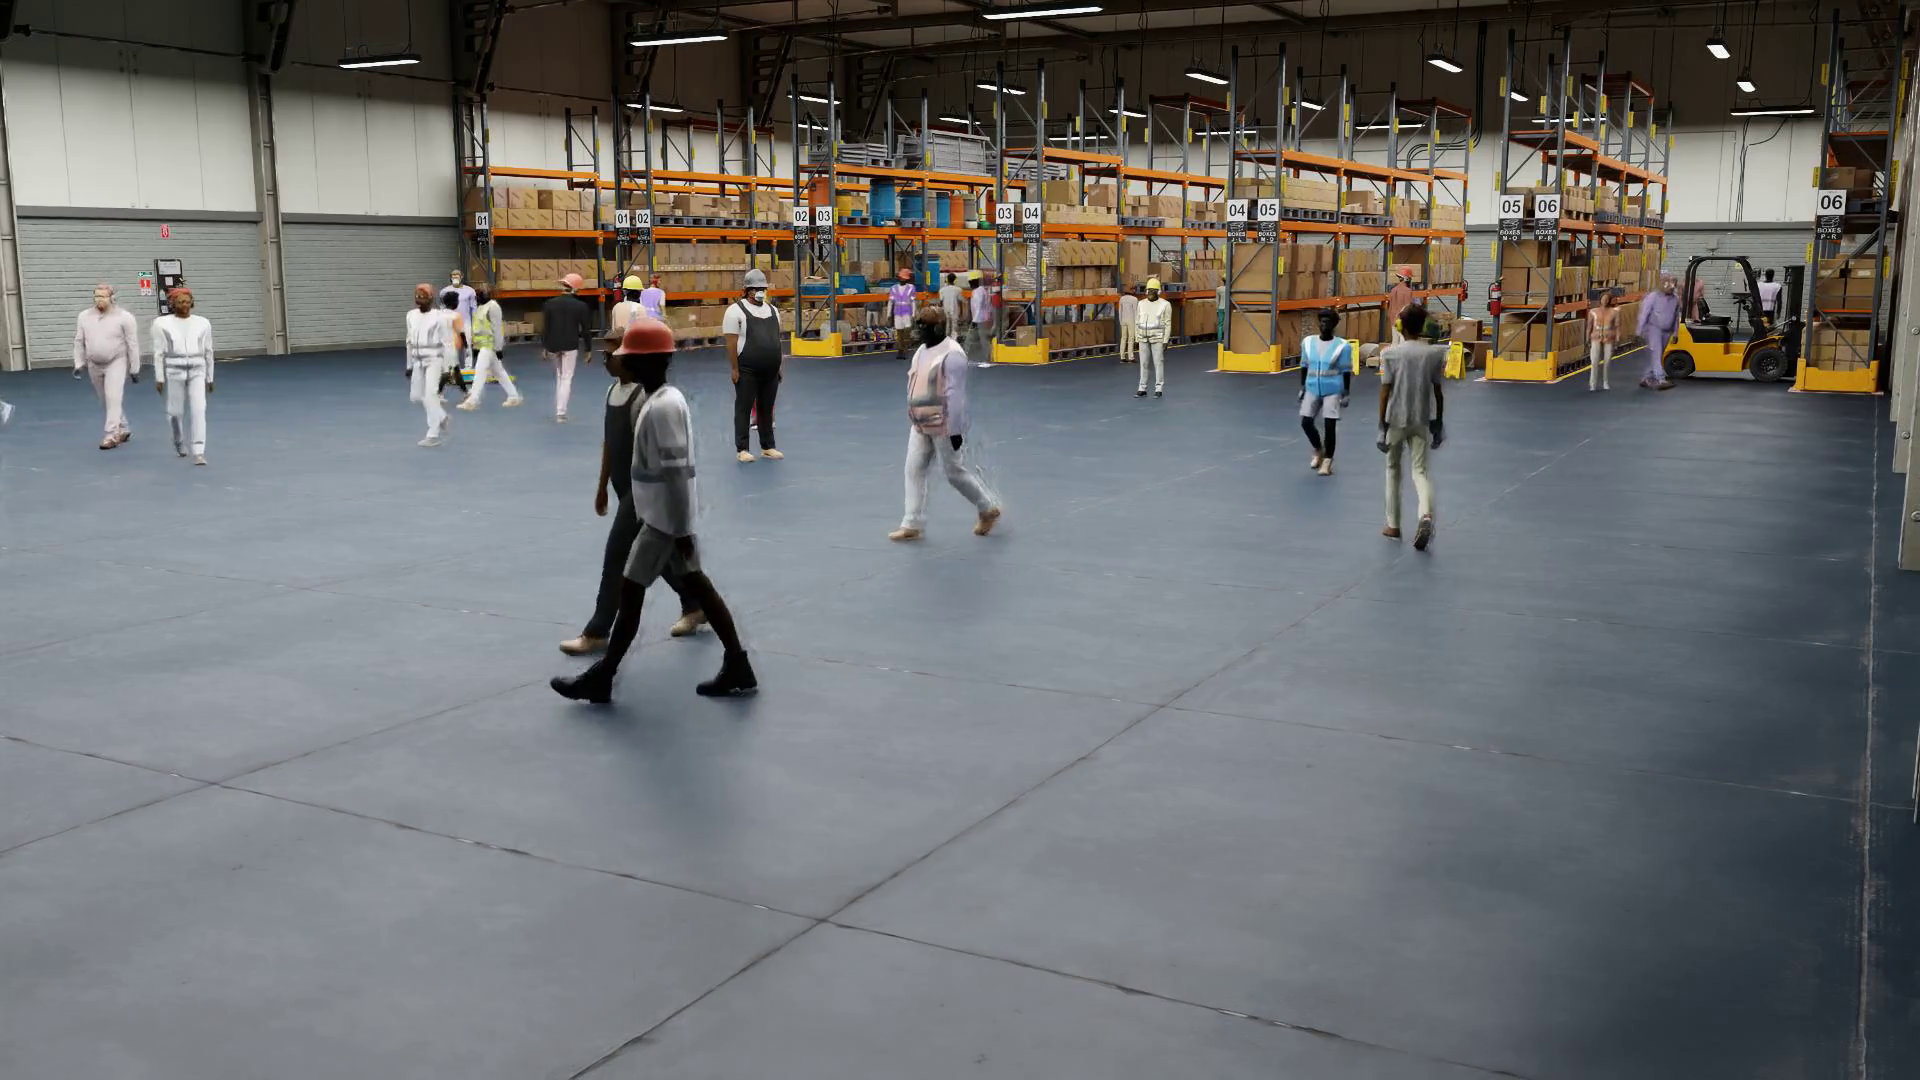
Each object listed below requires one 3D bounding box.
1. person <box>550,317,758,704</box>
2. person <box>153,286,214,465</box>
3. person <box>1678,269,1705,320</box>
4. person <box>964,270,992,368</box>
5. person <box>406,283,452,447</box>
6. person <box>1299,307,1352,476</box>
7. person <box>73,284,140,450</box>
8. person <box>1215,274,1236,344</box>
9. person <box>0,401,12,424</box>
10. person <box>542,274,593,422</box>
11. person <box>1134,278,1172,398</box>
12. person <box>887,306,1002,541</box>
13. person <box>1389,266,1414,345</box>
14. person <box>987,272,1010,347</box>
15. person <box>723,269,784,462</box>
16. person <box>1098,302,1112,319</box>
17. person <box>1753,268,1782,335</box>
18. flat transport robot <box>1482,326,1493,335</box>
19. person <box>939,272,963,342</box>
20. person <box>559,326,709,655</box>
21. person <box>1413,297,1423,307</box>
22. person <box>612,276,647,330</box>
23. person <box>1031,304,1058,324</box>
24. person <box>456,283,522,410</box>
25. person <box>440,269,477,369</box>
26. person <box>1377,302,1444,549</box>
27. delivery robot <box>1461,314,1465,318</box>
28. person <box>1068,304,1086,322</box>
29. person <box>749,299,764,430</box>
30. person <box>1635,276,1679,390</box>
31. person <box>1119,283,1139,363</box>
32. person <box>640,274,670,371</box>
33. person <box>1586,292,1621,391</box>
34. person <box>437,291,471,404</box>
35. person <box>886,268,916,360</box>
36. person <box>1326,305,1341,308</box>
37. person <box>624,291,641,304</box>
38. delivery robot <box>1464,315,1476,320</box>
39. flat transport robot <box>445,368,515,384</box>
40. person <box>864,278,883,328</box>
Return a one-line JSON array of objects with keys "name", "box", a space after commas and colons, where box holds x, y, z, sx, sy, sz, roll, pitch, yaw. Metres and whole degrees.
[{"name": "person", "box": [-1.475, -0.136, 8.093, 1.014, 1.883, 0.563, -2, 10, -10]}, {"name": "person", "box": [-8.171, -1.737, 17.530, 0.582, 1.863, 0.808, -6, 11, -32]}, {"name": "person", "box": [18.620, -5.968, 42.368, 0.664, 1.844, 1.023, 3, 10, 19]}, {"name": "person", "box": [0.258, -4.295, 32.417, 0.868, 1.887, 0.599, -3, 10, -18]}, {"name": "person", "box": [-6.075, -2.015, 19.135, 0.592, 1.867, 0.555, 5, 11, 25]}, {"name": "person", "box": [3.631, -1.473, 16.508, 0.551, 1.674, 0.442, 6, 12, 33]}, {"name": "person", "box": [-9.769, -1.996, 19.079, 0.641, 1.866, 0.968, 0, 10, 1]}, {"name": "person", "box": [6.431, -5.557, 40.179, 0.530, 1.768, 0.312, 6, 11, 31]}, {"name": "person", "box": [-12.300, -2.222, 20.768, 0.613, 1.721, 0.494, -5, 11, -29]}, {"name": "person", "box": [-5.179, -2.539, 21.999, 0.617, 1.937, 0.780, 2, 10, 10]}, {"name": "person", "box": [2.937, -3.088, 25.513, 0.590, 1.837, 0.404, 6, 11, 31]}, {"name": "person", "box": [-0.110, -0.891, 12.774, 0.875, 1.808, 0.628, -6, 11, -30]}, {"name": "person", "box": [7.803, -3.819, 29.334, 0.377, 1.995, 0.608, -3, 10, -19]}, {"name": "person", "box": [0.903, -5.460, 39.464, 0.597, 1.817, 0.536, 8, 13, 41]}, {"name": "person", "box": [-2.142, -1.859, 17.725, 0.684, 2.000, 0.538, -9, 13, -43]}, {"name": "person", "box": [4.157, -6.722, 47.036, 0.531, 1.745, 0.399, 5, 11, 26]}, {"name": "person", "box": [18.390, -5.237, 37.934, 0.598, 1.904, 0.616, 7, 12, 35]}, {"name": "flat transport robot", "box": [14.766, -5.754, 45.703, 0.652, 0.197, 1.431, 4, 11, 24]}, {"name": "person", "box": [-0.212, -4.813, 35.636, 0.538, 1.845, 0.677, 0, 10, 0]}, {"name": "person", "box": [-1.796, -0.296, 9.299, 0.970, 1.802, 0.527, -7, 12, -36]}, {"name": "person", "box": [12.769, -6.765, 46.893, 0.588, 1.900, 0.758, 2, 10, 9]}, {"name": "person", "box": [-4.125, -2.365, 21.018, 0.594, 1.925, 0.369, 7, 12, 36]}, {"name": "person", "box": [1.919, -5.211, 37.692, 0.631, 1.932, 0.372, 0, 10, -2]}, {"name": "person", "box": [-6.736, -2.765, 23.766, 0.970, 1.796, 0.643, -6, 11, -31]}, {"name": "person", "box": [-8.857, -3.807, 29.426, 0.638, 1.938, 0.356, -2, 10, -9]}, {"name": "person", "box": [3.407, -0.865, 12.525, 0.518, 1.836, 0.842, 0, 10, 0]}, {"name": "delivery robot", "box": [13.932, -6.012, 46.107, 0.477, 0.478, 0.707, -2, 10, -13]}, {"name": "person", "box": [3.097, -6.246, 43.956, 0.507, 1.859, 0.351, -2, 10, -13]}, {"name": "person", "box": [-2.606, -2.243, 20.796, 0.550, 1.745, 0.555, -3, 10, -19]}, {"name": "person", "box": [11.454, -3.379, 27.210, 0.714, 1.850, 0.935, -3, 10, -19]}, {"name": "person", "box": [3.450, -4.421, 33.912, 0.267, 1.632, 0.509, -8, 13, -39]}, {"name": "person", "box": [-5.784, -4.092, 31.378, 0.564, 1.841, 0.395, 5, 11, 27]}, {"name": "person", "box": [10.435, -3.222, 26.987, 0.532, 1.606, 0.771, 4, 11, 24]}, {"name": "person", "box": [-7.484, -2.845, 24.614, 0.543, 1.641, 0.912, 7, 12, 37]}, {"name": "person", "box": [-1.254, -4.759, 35.059, 0.600, 1.916, 0.573, 1, 10, 8]}, {"name": "person", "box": [9.352, -5.692, 41.371, 0.509, 1.629, 0.317, 1, 10, 9]}, {"name": "person", "box": [-6.713, -4.510, 34.434, 0.507, 1.632, 0.275, 3, 10, 18]}, {"name": "delivery robot", "box": [13.863, -5.915, 45.537, 0.707, 0.478, 0.477, -1, 10, -8]}, {"name": "flat transport robot", "box": [-8.445, -2.818, 28.510, 1.431, 0.197, 0.652, -6, 12, -33]}, {"name": "person", "box": [-2.117, -5.561, 40.590, 0.507, 1.630, 0.268, 3, 10, 20]}]
